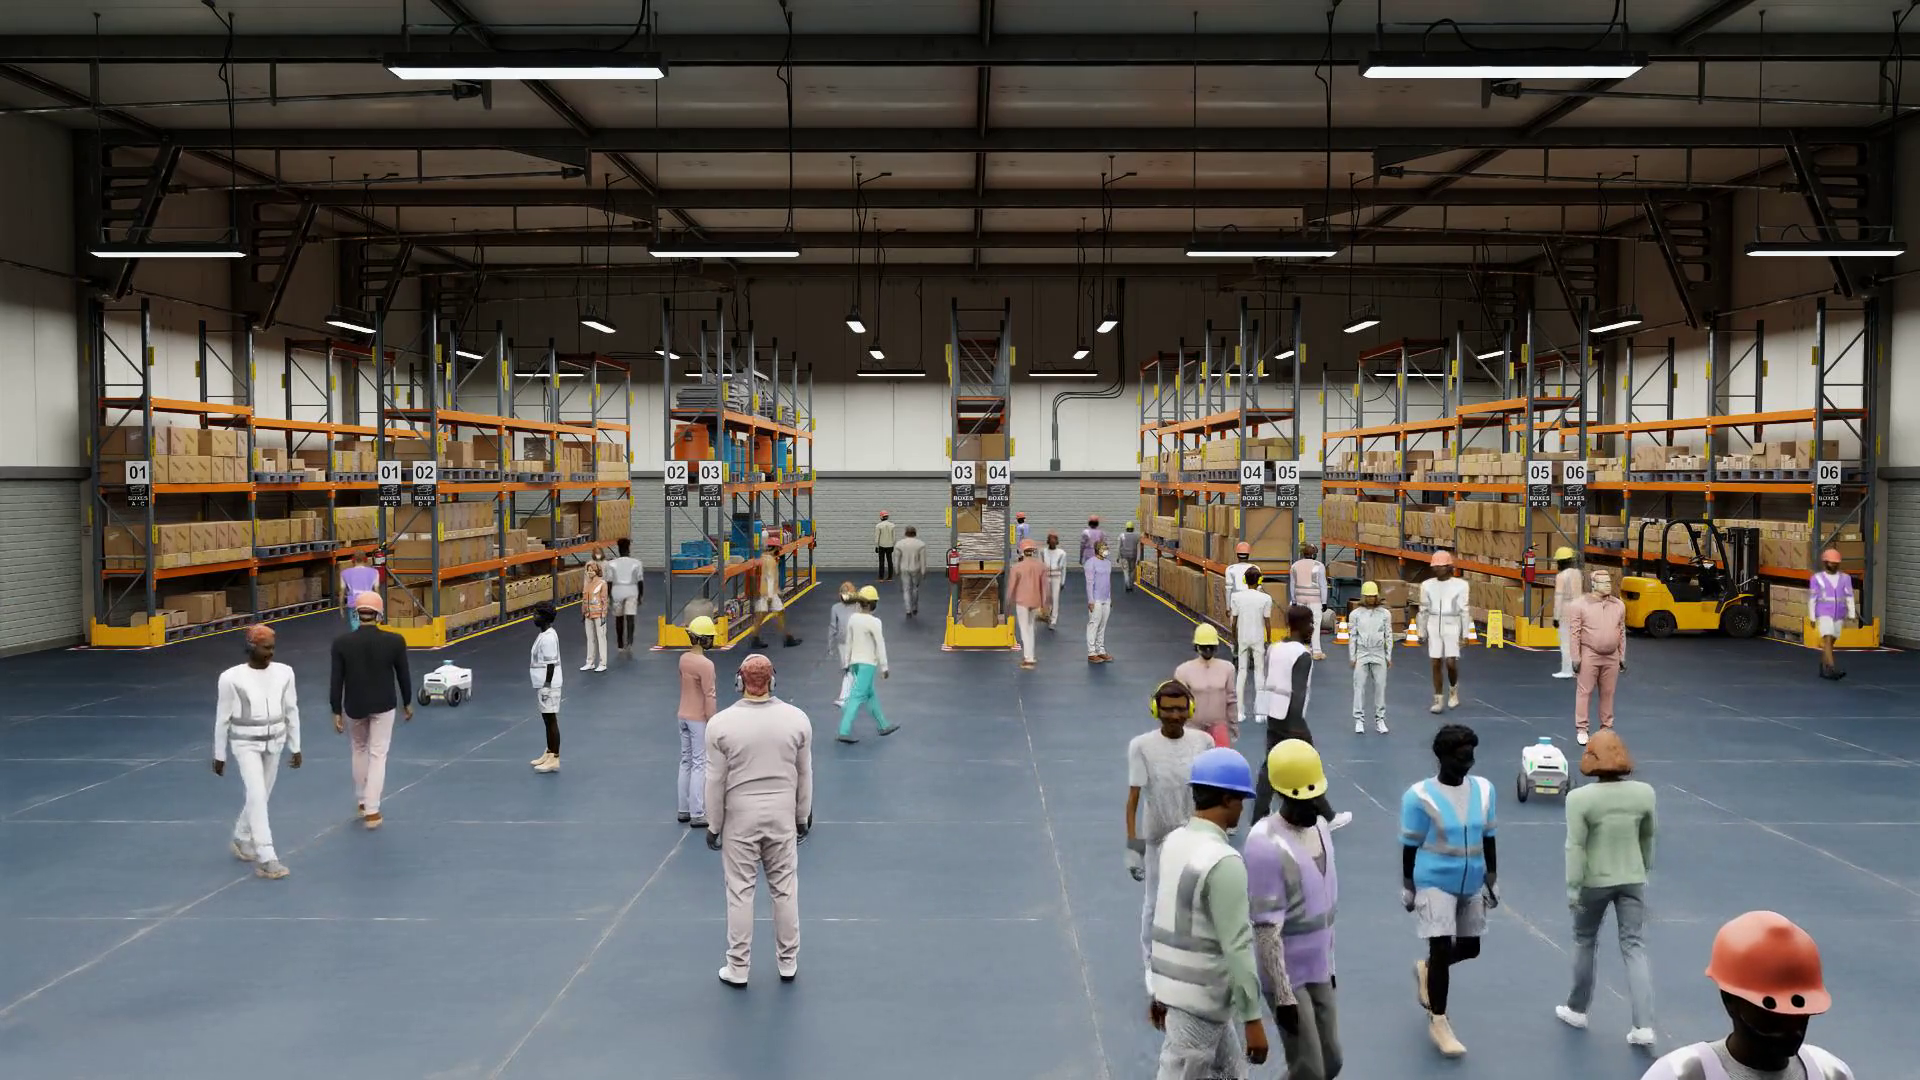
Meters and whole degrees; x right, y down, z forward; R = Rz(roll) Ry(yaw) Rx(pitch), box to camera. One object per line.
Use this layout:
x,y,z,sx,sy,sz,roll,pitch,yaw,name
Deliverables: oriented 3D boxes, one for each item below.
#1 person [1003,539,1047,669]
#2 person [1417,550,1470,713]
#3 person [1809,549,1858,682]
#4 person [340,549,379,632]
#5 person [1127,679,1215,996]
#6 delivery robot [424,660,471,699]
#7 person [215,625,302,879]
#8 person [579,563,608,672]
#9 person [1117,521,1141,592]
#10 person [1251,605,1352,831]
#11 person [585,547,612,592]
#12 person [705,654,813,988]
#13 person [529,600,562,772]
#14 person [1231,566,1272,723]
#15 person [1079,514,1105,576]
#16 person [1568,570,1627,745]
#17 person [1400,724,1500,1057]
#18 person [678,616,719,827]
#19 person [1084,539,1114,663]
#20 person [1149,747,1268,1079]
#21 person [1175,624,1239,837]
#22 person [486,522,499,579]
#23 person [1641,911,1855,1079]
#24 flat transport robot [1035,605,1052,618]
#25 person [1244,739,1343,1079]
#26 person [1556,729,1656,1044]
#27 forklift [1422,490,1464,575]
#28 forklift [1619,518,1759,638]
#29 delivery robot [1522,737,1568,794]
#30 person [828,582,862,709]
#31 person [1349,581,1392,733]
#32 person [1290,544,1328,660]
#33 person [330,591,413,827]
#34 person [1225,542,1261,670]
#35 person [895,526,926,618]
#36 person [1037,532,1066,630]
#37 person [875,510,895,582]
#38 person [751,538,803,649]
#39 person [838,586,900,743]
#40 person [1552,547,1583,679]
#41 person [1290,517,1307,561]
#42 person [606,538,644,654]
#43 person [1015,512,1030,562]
0.962,0.971,24.822,0.629,1.965,0.798,-1,3,-30,person
5.976,1.135,20.001,0.641,2.025,0.425,2,3,35,person
12.538,1.078,23.175,0.553,1.877,1.022,0,2,4,person
-9.332,1.042,25.110,0.580,1.807,0.945,-1,2,-24,person
1.188,1.678,8.913,0.580,1.814,0.951,0,2,-4,person
-6.617,1.800,20.860,0.477,0.478,0.707,0,2,11,delivery robot
-5.284,1.545,12.117,0.979,1.844,0.579,2,3,38,person
-5.489,1.155,24.274,0.514,1.641,0.307,2,3,34,person
4.277,0.420,40.797,0.591,1.803,0.826,0,2,-4,person
2.810,1.485,13.322,0.914,1.876,0.599,-1,2,-17,person
-6.893,0.919,30.791,0.513,1.593,0.839,0,2,-8,person
-1.178,1.615,9.388,0.642,1.909,0.410,-1,2,-22,person
-4.138,1.451,16.131,0.316,1.696,0.540,-1,2,-19,person
3.497,1.245,19.353,0.493,1.860,0.332,1,2,23,person
3.194,0.394,38.692,0.630,2.023,0.673,-1,2,-16,person
6.999,1.284,17.676,0.643,1.913,0.408,0,2,-7,person
2.512,1.767,8.428,0.535,1.674,0.634,-1,2,-16,person
-2.199,1.521,13.647,0.335,1.757,0.517,-2,3,-39,person
2.208,0.959,25.505,0.372,1.940,0.630,2,3,36,person
0.885,1.760,6.237,0.969,1.880,0.676,0,2,-8,person
2.024,1.549,13.155,0.587,1.731,0.745,0,2,-7,person
-11.306,0.478,39.135,0.616,1.816,0.421,0,2,10,person
1.865,1.823,3.776,0.551,1.935,0.371,0,2,-11,person
1.635,1.479,33.631,0.652,0.197,1.431,0,2,3,flat transport robot
1.371,1.736,6.532,0.577,1.897,0.620,2,3,40,person
3.408,1.803,8.477,0.503,1.632,0.574,0,2,-2,person
13.926,-0.371,47.846,1.873,2.768,1.129,0,2,0,forklift
13.417,0.684,29.791,2.313,2.155,1.214,0,2,0,forklift
5.334,2.044,14.731,0.477,0.478,0.707,1,2,15,delivery robot
-1.427,1.328,20.490,0.518,1.583,0.880,1,2,23,person
4.701,1.339,18.508,0.486,1.736,0.318,0,2,4,person
5.630,0.989,25.977,0.634,1.841,0.429,2,3,40,person
-5.009,1.413,13.803,0.617,1.953,0.917,0,2,-9,person
4.312,0.996,24.584,0.542,1.939,0.362,0,2,10,person
-1.037,0.660,33.689,0.651,1.882,1.003,0,2,-1,person
1.770,0.775,31.127,0.572,1.864,0.747,0,2,10,person
-2.103,0.164,44.970,0.617,1.987,0.405,-1,3,-33,person
-3.138,0.904,27.560,0.985,1.875,0.556,-1,2,-20,person
-1.016,1.368,17.888,0.931,1.715,0.543,-2,3,-40,person
8.761,1.051,23.363,0.598,1.914,0.413,-2,3,-39,person
8.973,0.322,42.770,0.429,1.844,0.626,1,3,33,person
-5.558,0.917,26.789,0.614,1.927,0.999,-1,2,-13,person
1.735,0.177,45.364,0.389,1.929,0.545,2,3,36,person
